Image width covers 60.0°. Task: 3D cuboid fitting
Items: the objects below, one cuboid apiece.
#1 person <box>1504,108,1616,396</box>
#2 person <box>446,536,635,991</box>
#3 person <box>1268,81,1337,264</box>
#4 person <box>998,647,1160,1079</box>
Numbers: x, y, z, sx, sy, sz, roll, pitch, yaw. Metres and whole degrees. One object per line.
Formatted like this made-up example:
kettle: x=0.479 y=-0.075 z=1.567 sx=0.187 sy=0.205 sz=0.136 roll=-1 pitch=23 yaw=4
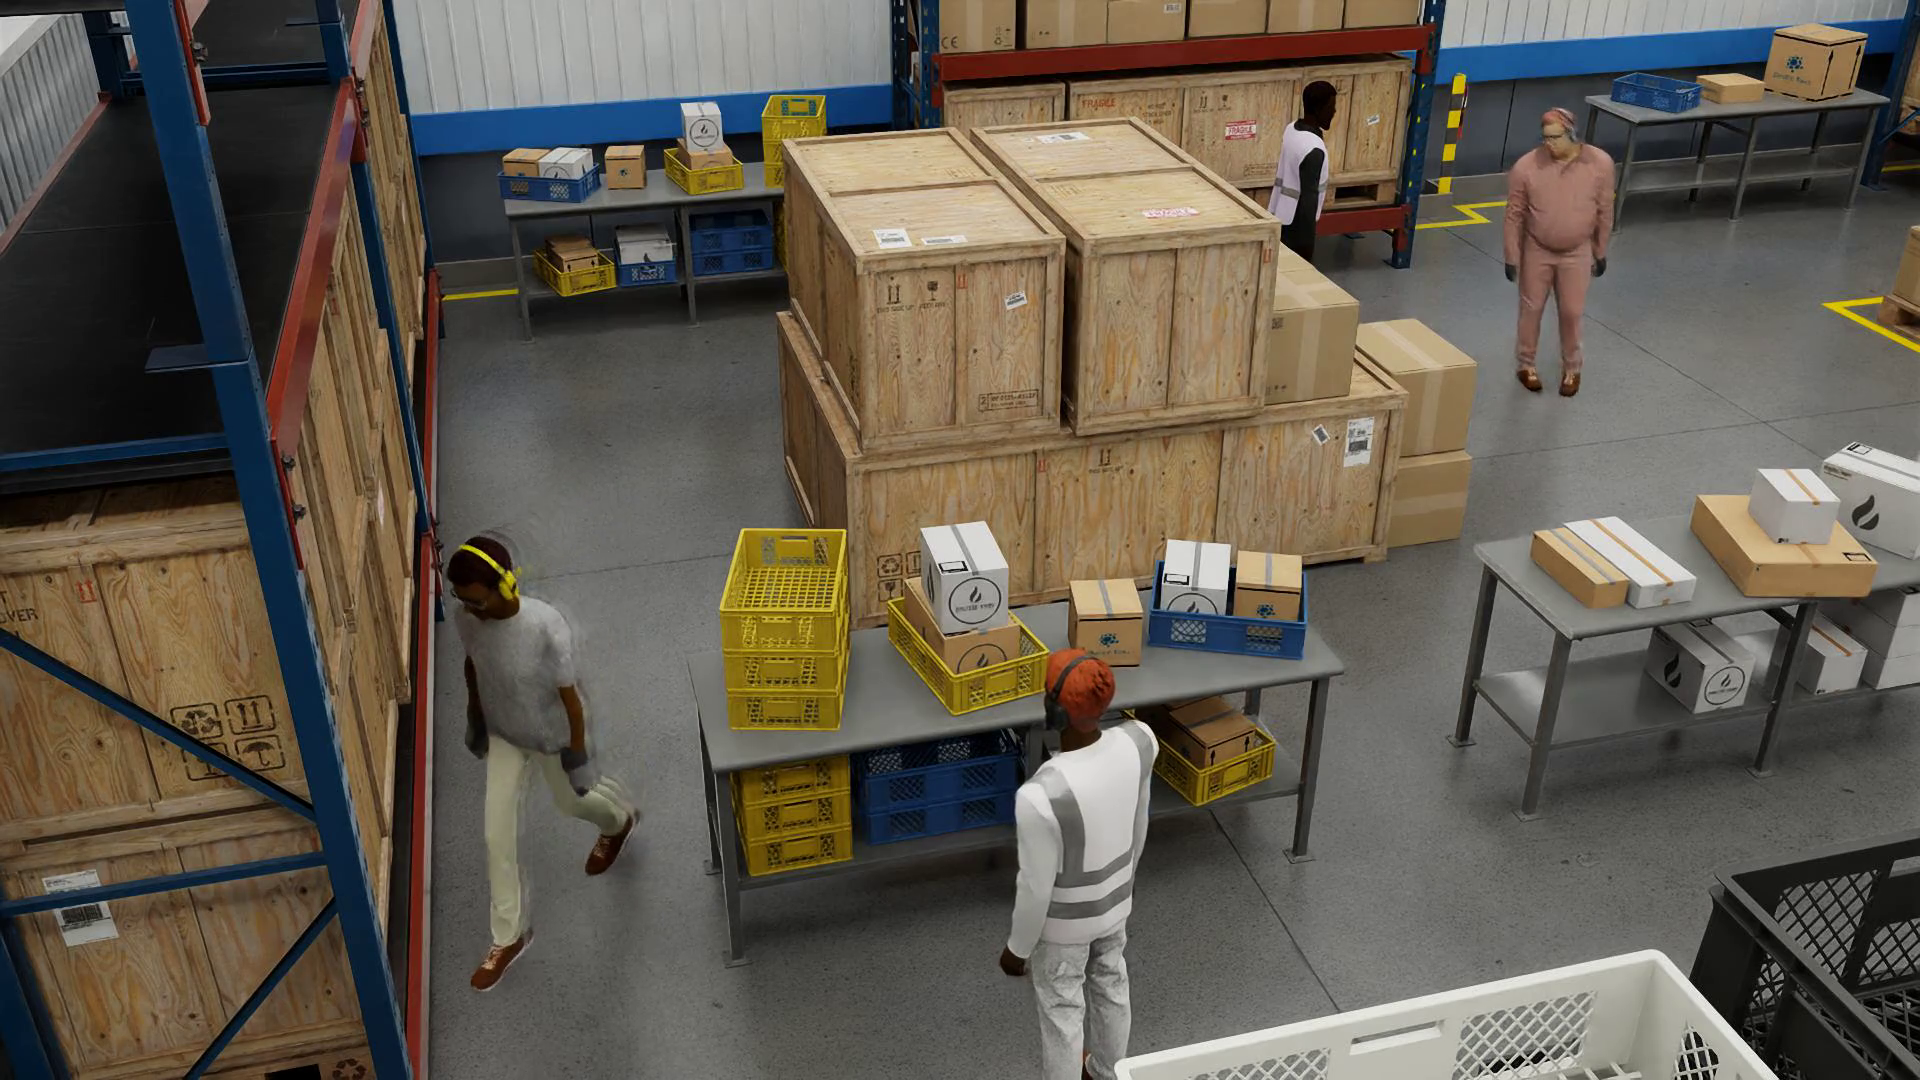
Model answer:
person: x=3.870 y=-1.866 z=10.836 sx=0.681 sy=1.883 sz=0.435 roll=9 pitch=30 yaw=15
person: x=-1.606 y=0.700 z=6.245 sx=0.599 sy=1.810 sz=0.965 roll=9 pitch=30 yaw=16
person: x=2.311 y=-2.173 z=11.351 sx=0.396 sy=1.911 sz=0.581 roll=-2 pitch=29 yaw=-4
person: x=0.366 y=1.167 z=5.312 sx=0.572 sy=1.883 sz=0.354 roll=-24 pitch=37 yaw=-37
